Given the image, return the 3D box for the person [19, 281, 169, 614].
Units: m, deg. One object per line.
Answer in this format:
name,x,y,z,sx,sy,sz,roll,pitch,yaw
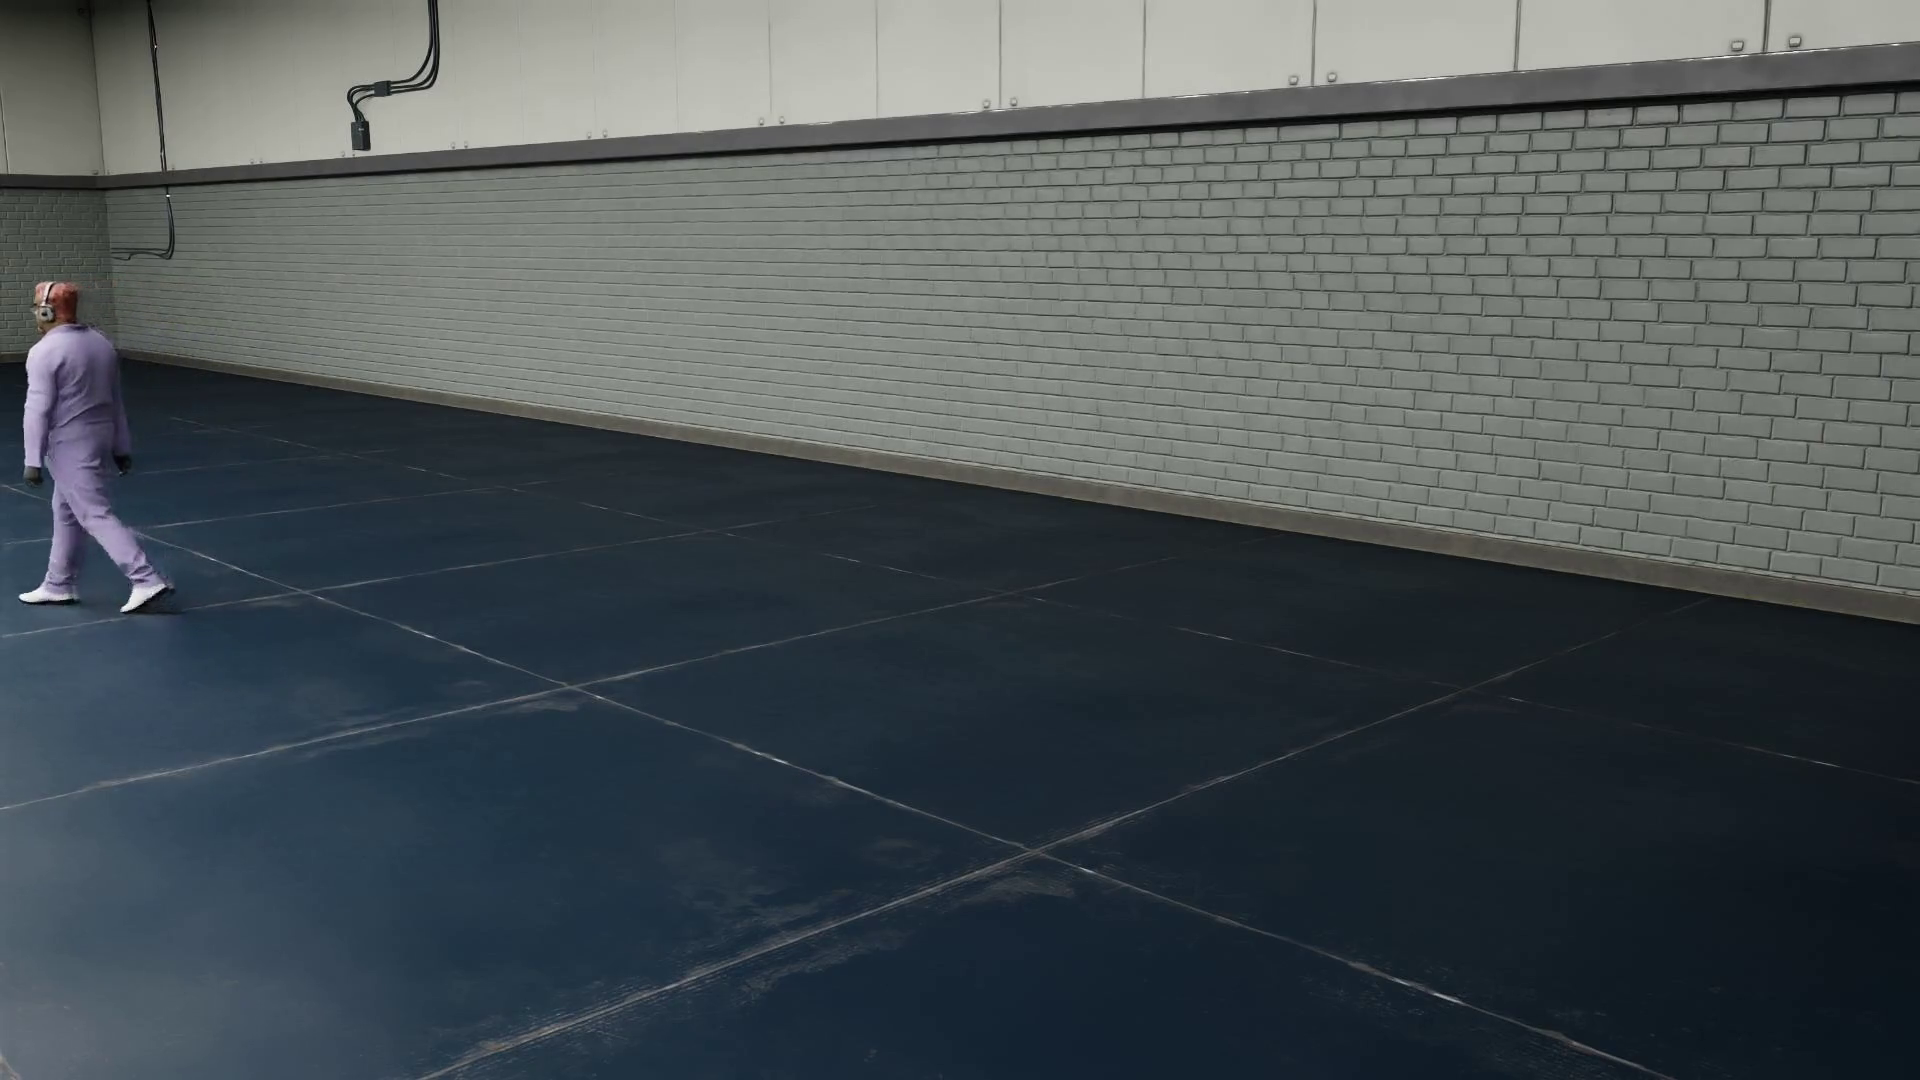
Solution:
person,-4.937,-0.519,9.364,0.984,1.865,0.664,1,10,5
